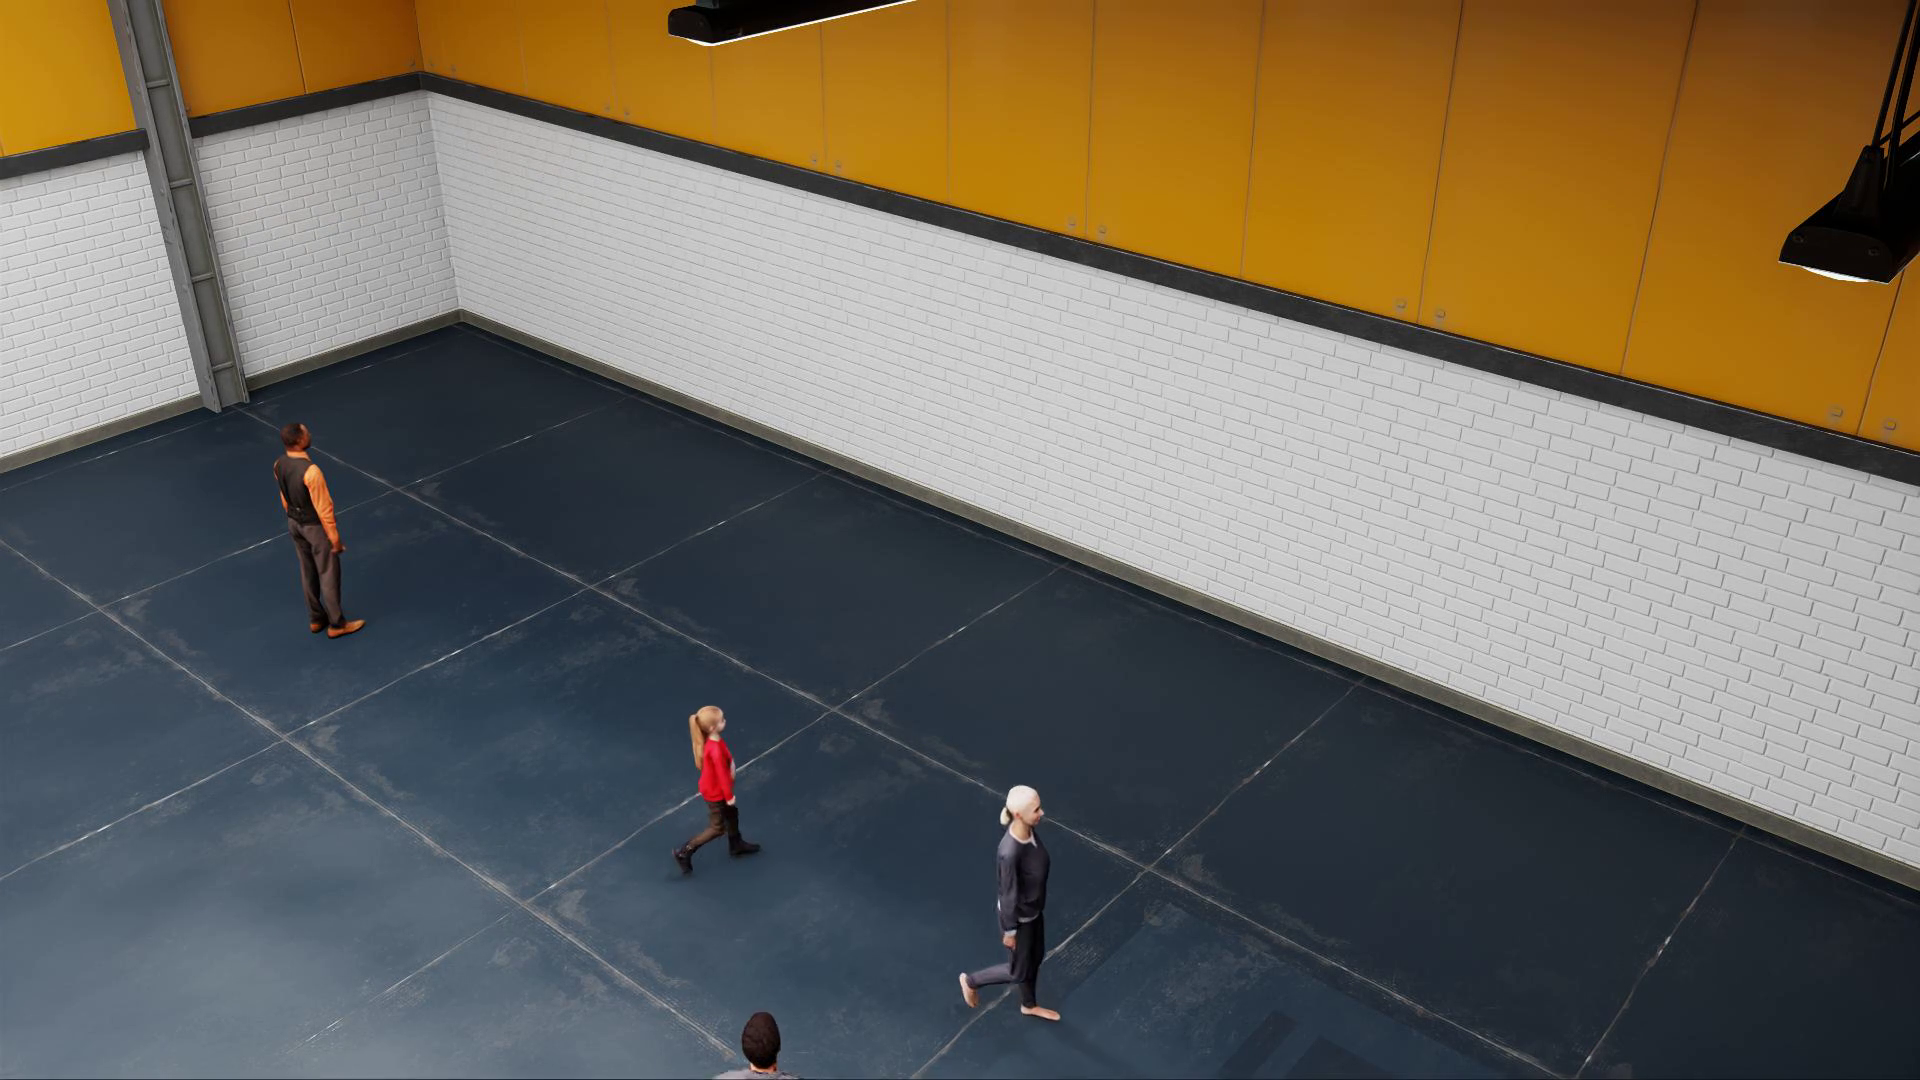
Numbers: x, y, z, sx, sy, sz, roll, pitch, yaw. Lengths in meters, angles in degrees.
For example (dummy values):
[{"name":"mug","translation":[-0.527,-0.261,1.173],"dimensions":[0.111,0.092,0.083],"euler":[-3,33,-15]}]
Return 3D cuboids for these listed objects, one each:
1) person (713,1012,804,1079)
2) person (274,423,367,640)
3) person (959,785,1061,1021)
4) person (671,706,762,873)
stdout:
[{"name":"person","translation":[-0.930,3.103,7.988],"dimensions":[1.031,1.844,1.099],"euler":[-2,29,-4]},{"name":"person","translation":[-5.365,-0.082,13.761],"dimensions":[0.716,1.907,0.636],"euler":[17,33,29]},{"name":"person","translation":[0.291,2.164,9.846],"dimensions":[0.874,1.713,0.893],"euler":[8,30,14]},{"name":"person","translation":[-1.675,1.690,11.182],"dimensions":[0.902,1.267,0.778],"euler":[-8,30,-14]}]
